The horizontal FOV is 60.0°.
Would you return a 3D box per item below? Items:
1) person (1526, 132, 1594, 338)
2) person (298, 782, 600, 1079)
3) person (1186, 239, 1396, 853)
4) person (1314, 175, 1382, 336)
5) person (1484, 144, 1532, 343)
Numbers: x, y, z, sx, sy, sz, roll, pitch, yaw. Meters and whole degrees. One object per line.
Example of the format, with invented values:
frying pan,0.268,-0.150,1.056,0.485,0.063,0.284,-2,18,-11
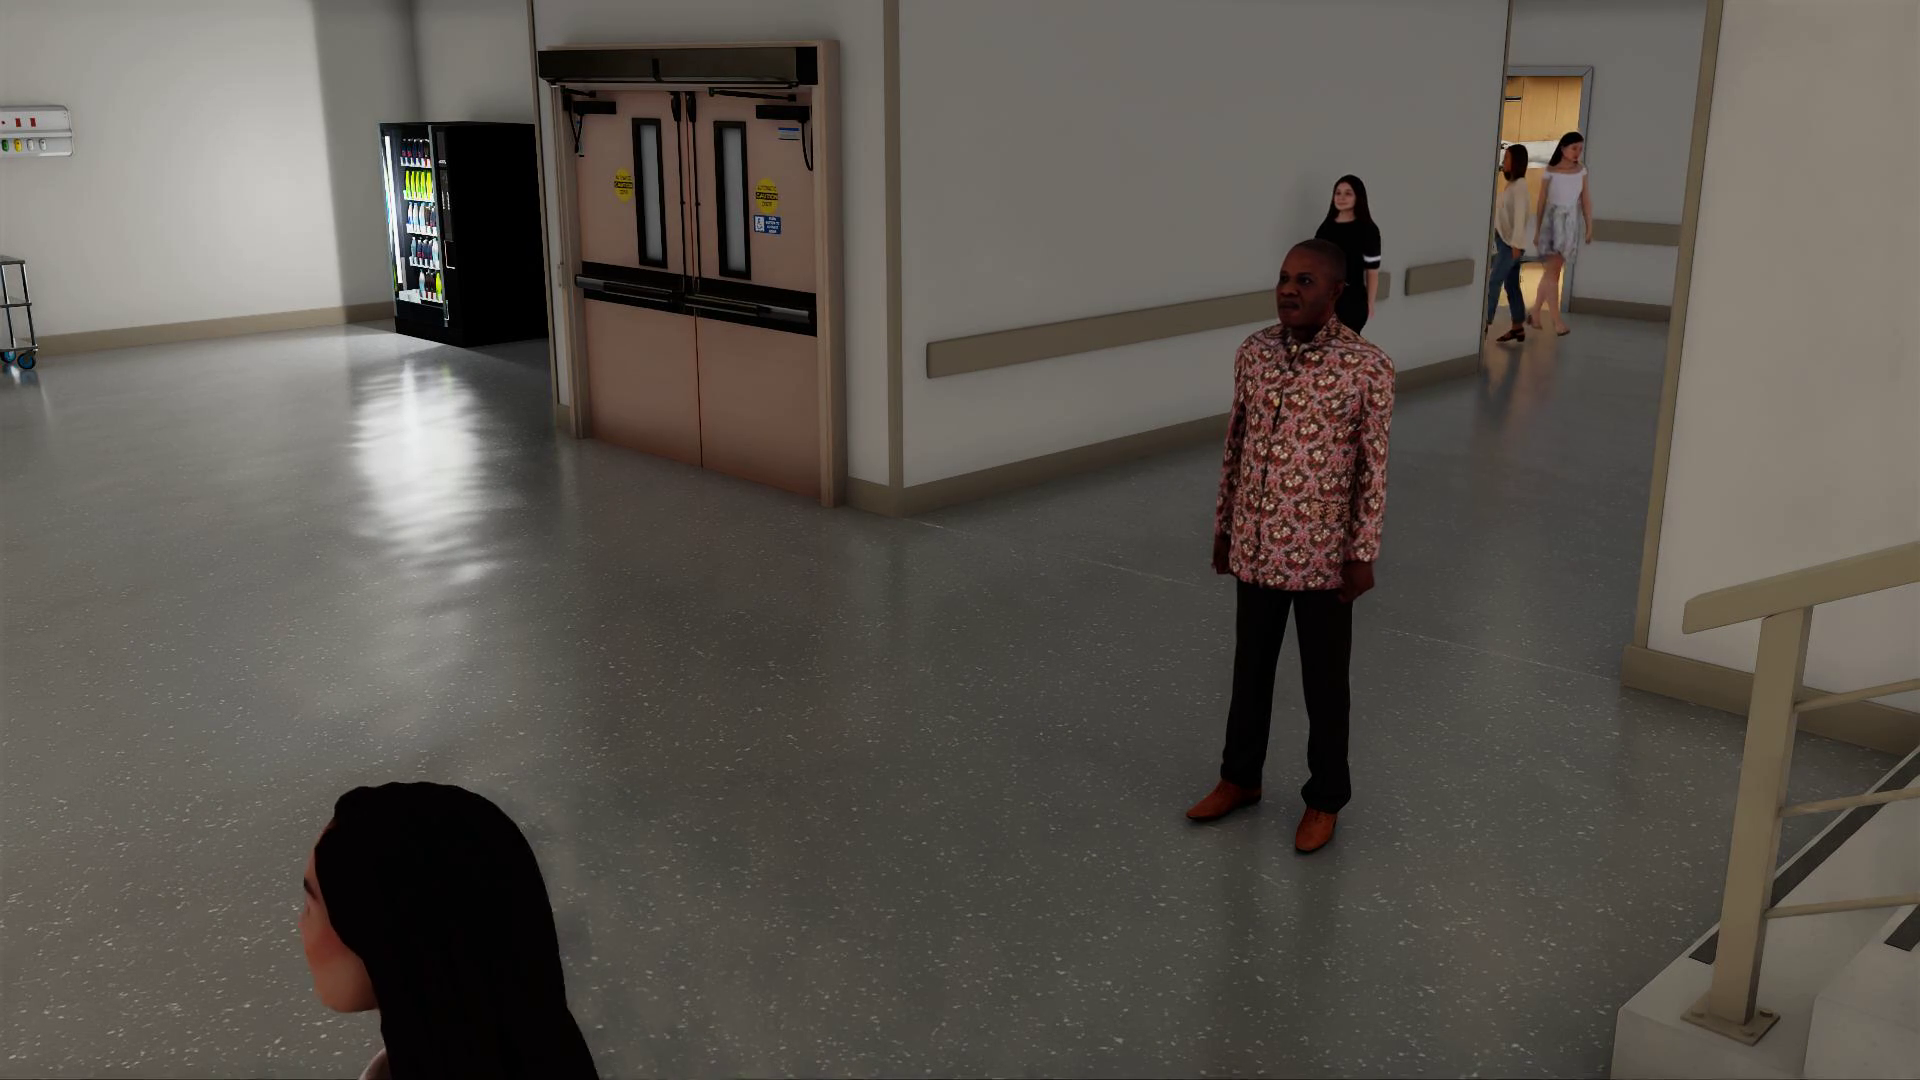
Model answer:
person,5.181,-2.632,14.499,1.073,1.721,1.218,-2,16,-7
person,-0.393,1.015,1.766,0.982,1.610,0.932,-1,16,-2
person,1.008,0.007,4.977,0.562,1.808,0.770,12,20,36
person,2.518,-1.538,10.805,0.740,1.619,0.687,13,21,39
person,4.761,-2.506,14.152,0.931,1.666,0.848,3,16,12
